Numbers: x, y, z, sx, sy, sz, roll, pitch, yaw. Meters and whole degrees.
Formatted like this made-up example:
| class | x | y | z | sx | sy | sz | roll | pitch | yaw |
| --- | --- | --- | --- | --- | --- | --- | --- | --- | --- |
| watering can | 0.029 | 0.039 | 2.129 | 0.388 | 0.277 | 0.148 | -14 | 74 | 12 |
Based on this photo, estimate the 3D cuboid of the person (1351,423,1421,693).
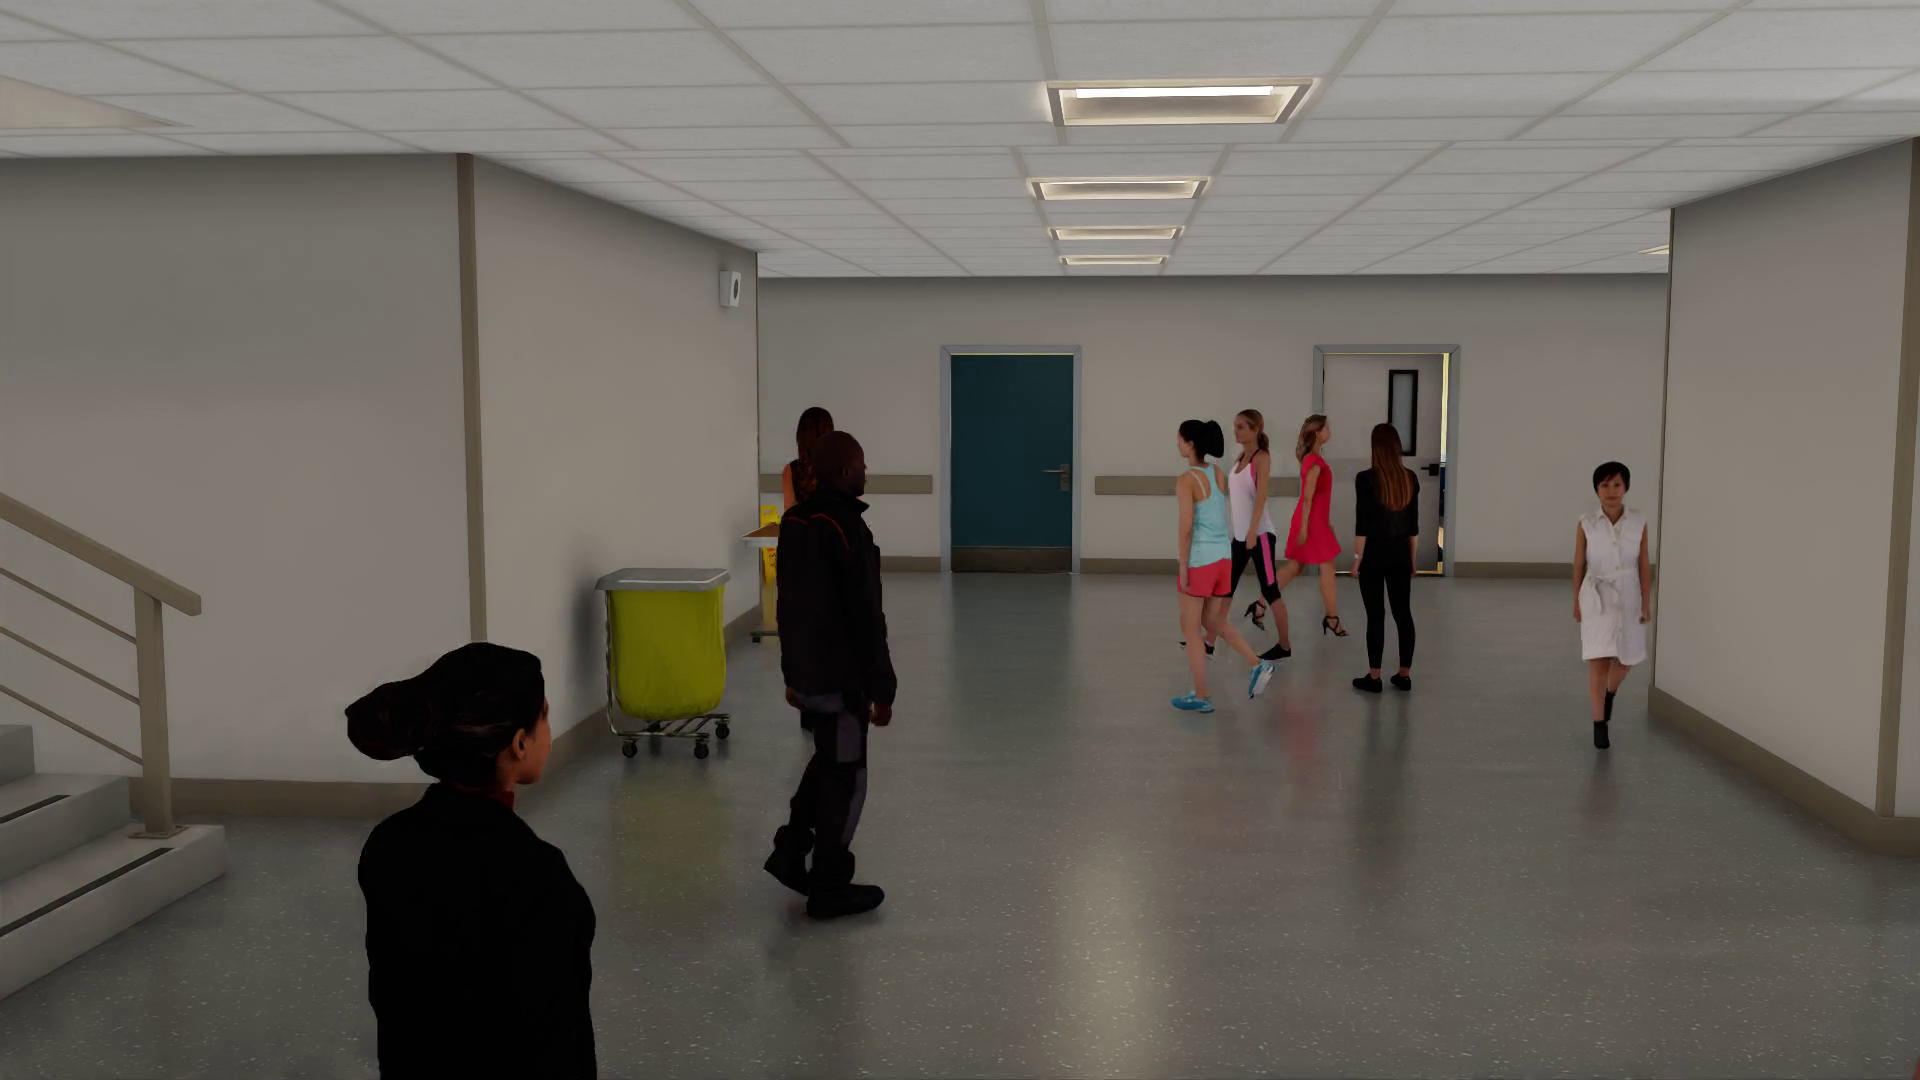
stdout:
| class | x | y | z | sx | sy | sz | roll | pitch | yaw |
| --- | --- | --- | --- | --- | --- | --- | --- | --- | --- |
| person | 2.729 | 0.108 | 10.645 | 0.566 | 1.708 | 0.713 | -1 | 6 | -12 |

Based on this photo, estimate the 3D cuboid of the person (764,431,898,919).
| class | x | y | z | sx | sy | sz | roll | pitch | yaw |
| --- | --- | --- | --- | --- | --- | --- | --- | --- | --- |
| person | -0.559 | 0.508 | 6.173 | 0.947 | 1.809 | 0.888 | -5 | 7 | -40 |

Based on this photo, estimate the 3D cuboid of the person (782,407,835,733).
| class | x | y | z | sx | sy | sz | roll | pitch | yaw |
| --- | --- | --- | --- | --- | --- | --- | --- | --- | --- |
| person | -0.798 | 0.166 | 9.440 | 0.449 | 1.834 | 0.638 | 1 | 6 | 6 |

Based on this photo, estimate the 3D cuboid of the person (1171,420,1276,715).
| class | x | y | z | sx | sy | sz | roll | pitch | yaw |
| --- | --- | --- | --- | --- | --- | --- | --- | --- | --- |
| person | 1.506 | 0.175 | 9.808 | 0.913 | 1.744 | 0.996 | -5 | 8 | -40 |

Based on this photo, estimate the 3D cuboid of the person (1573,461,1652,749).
| class | x | y | z | sx | sy | sz | roll | pitch | yaw |
| --- | --- | --- | --- | --- | --- | --- | --- | --- | --- |
| person | 3.578 | 0.352 | 9.128 | 0.936 | 1.528 | 0.682 | 1 | 6 | 11 |

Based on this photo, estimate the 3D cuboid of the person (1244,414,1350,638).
| class | x | y | z | sx | sy | sz | roll | pitch | yaw |
| --- | --- | --- | --- | --- | --- | --- | --- | --- | --- |
| person | 2.576 | -0.088 | 12.691 | 1.023 | 1.690 | 0.620 | 0 | 6 | 1 |

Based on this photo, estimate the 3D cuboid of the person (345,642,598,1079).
| class | x | y | z | sx | sy | sz | roll | pitch | yaw |
| --- | --- | --- | --- | --- | --- | --- | --- | --- | --- |
| person | -0.728 | 0.974 | 2.435 | 0.717 | 1.629 | 0.750 | 3 | 6 | 26 |

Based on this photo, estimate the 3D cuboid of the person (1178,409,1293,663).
| class | x | y | z | sx | sy | sz | roll | pitch | yaw |
| --- | --- | --- | --- | --- | --- | --- | --- | --- | --- |
| person | 2.121 | 0.001 | 11.504 | 1.138 | 1.750 | 0.892 | -2 | 6 | -18 |
